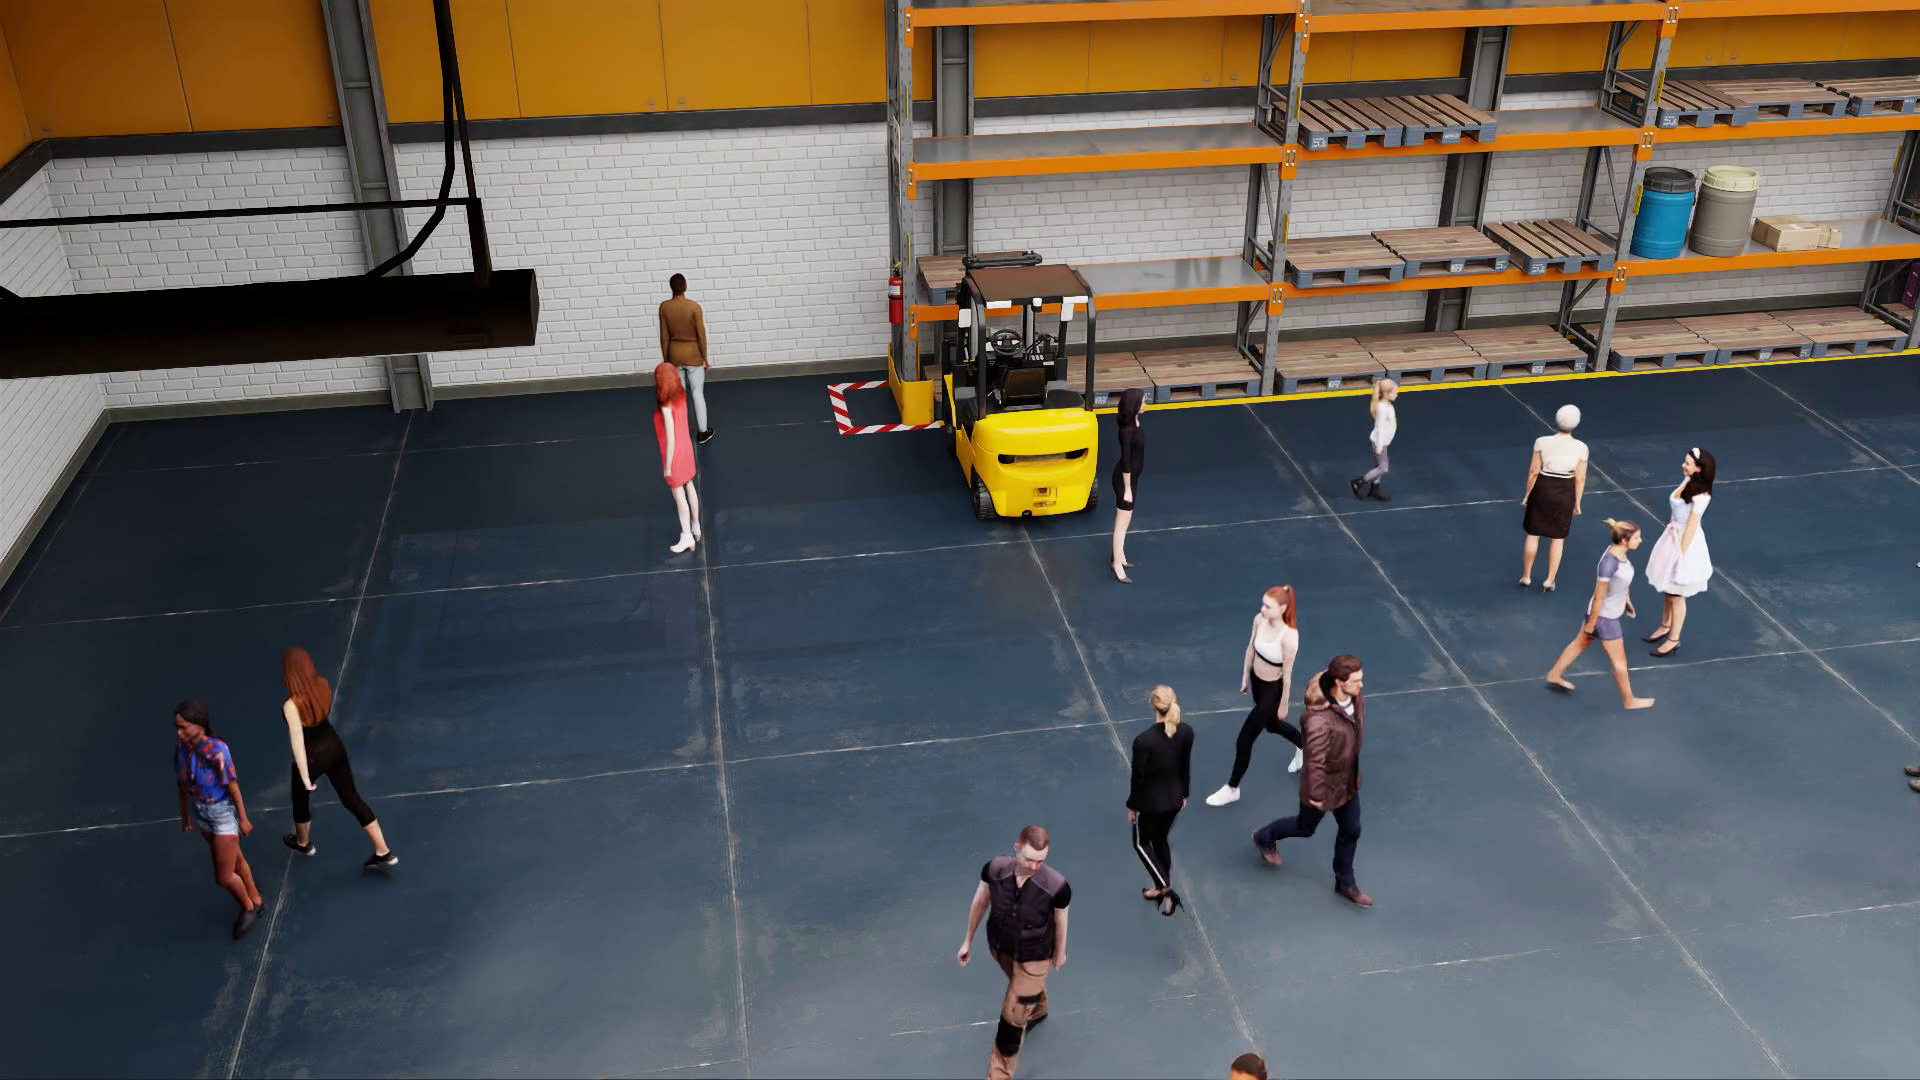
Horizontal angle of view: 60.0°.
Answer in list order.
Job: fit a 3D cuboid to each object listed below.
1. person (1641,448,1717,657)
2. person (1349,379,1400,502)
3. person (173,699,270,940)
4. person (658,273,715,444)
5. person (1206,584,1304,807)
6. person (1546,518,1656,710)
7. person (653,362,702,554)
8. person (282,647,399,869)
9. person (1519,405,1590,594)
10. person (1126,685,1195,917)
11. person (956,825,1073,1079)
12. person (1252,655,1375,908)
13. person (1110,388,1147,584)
[{"bbox_3d":[5.835,0.097,13.462,0.820,1.816,0.785,3,29,5],"label":"person"},{"bbox_3d":[3.977,-0.957,15.965,0.725,1.270,0.637,10,30,18],"label":"person"},{"bbox_3d":[-4.645,1.718,10.580,0.704,1.731,0.780,13,31,22],"label":"person"},{"bbox_3d":[-2.823,-1.864,17.058,0.586,1.816,0.755,3,29,5],"label":"person"},{"bbox_3d":[2.248,1.071,11.800,1.259,1.698,0.802,-11,31,-20],"label":"person"},{"bbox_3d":[4.909,0.560,12.875,1.100,1.566,0.948,13,31,22],"label":"person"},{"bbox_3d":[-2.548,-0.751,15.007,0.645,1.825,0.674,6,29,11],"label":"person"},{"bbox_3d":[-4.162,1.490,11.047,1.179,1.683,1.034,13,31,23],"label":"person"},{"bbox_3d":[5.099,-0.343,14.335,0.659,1.754,0.777,11,31,20],"label":"person"},{"bbox_3d":[1.304,1.733,10.601,0.812,1.684,0.843,-12,31,-21],"label":"person"},{"bbox_3d":[0.403,2.277,9.503,1.175,1.781,1.239,19,34,31],"label":"person"},{"bbox_3d":[2.334,1.526,10.844,1.229,1.815,1.206,-25,37,-38],"label":"person"},{"bbox_3d":[1.460,-0.497,14.564,0.604,1.805,0.656,5,29,9],"label":"person"}]
